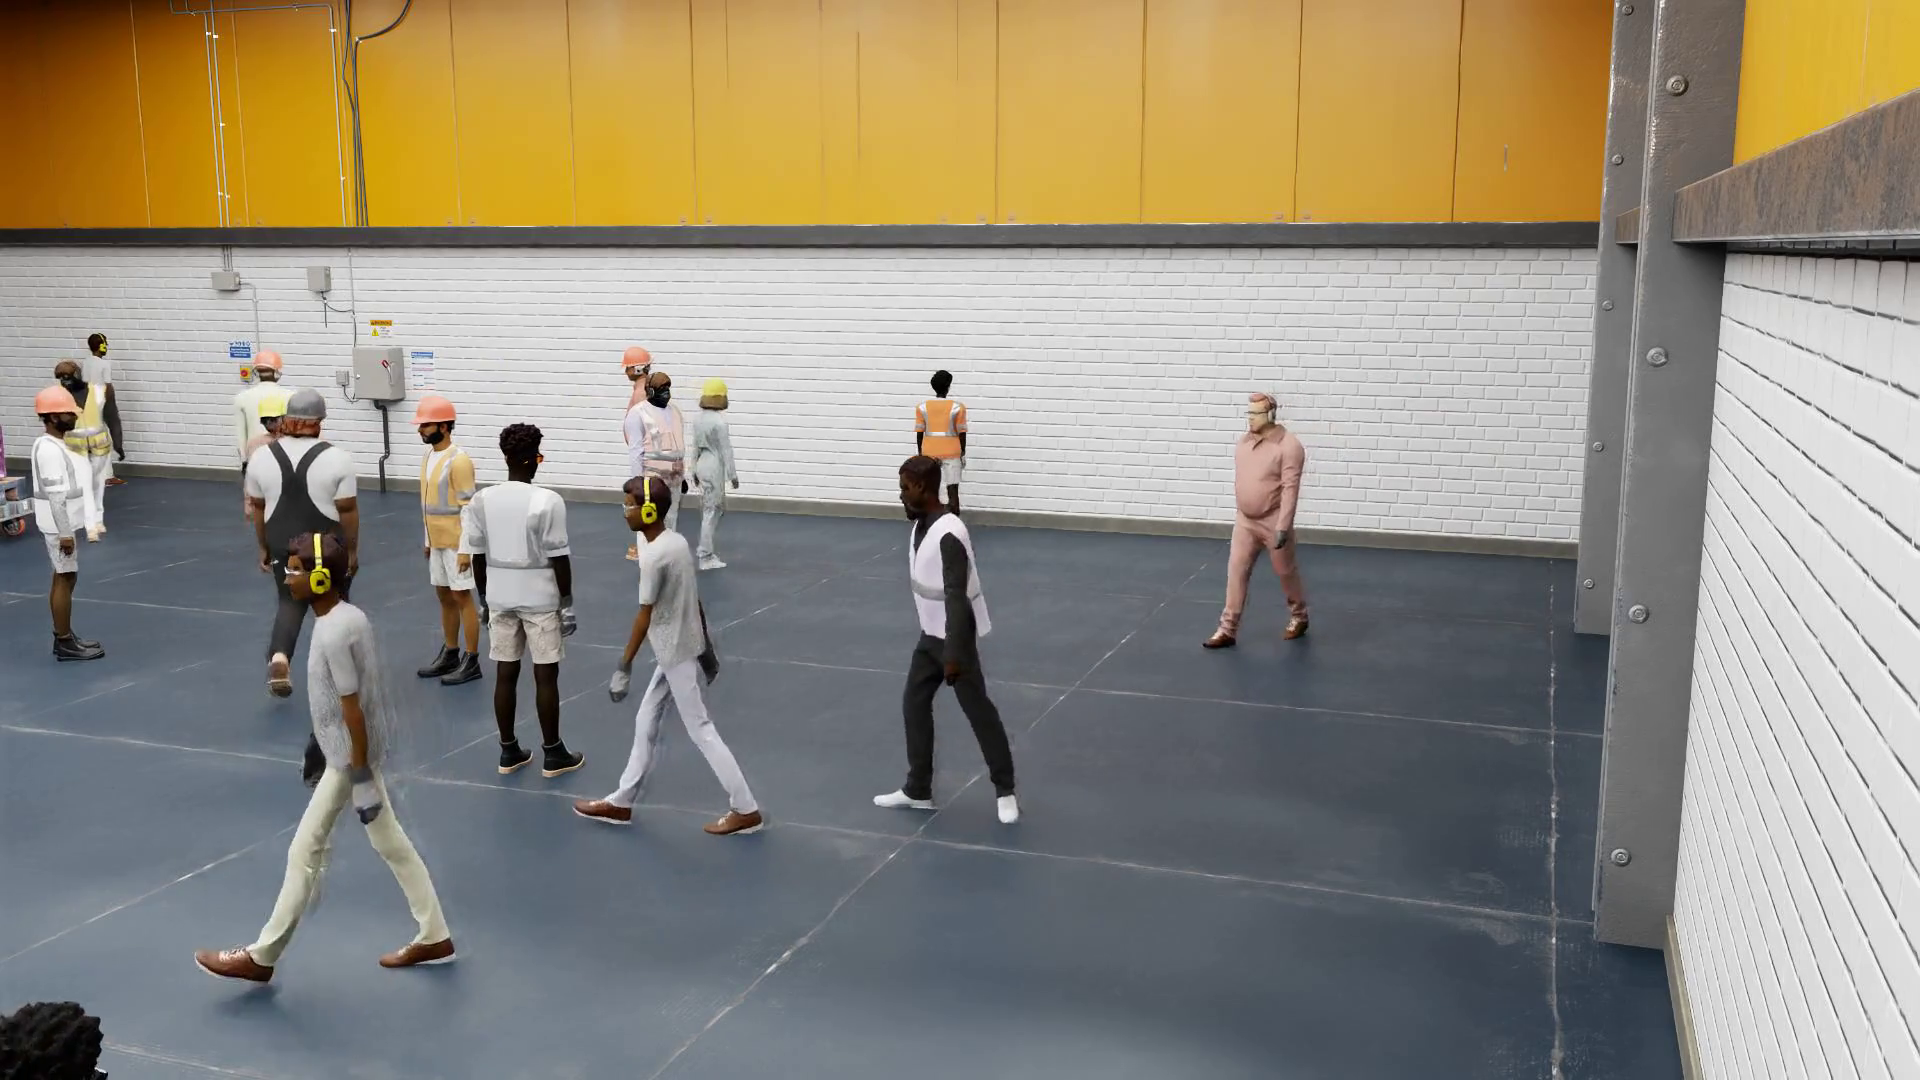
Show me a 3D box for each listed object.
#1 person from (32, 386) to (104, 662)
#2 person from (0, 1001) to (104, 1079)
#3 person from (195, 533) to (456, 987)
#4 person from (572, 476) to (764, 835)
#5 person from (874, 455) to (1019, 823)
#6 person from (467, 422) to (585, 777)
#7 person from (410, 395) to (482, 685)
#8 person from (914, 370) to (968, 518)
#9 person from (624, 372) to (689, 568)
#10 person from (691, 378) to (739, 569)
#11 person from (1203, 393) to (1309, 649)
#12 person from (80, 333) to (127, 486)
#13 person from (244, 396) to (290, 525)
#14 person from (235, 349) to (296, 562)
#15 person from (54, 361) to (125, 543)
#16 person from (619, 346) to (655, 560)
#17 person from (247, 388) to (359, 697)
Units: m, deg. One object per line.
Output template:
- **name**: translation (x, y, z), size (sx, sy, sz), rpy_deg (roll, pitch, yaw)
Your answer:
- **person**: translation (-6.314, -0.113, 11.755), size (0.375, 1.935, 0.557), rpy_deg (-6, 12, -29)
- **person**: translation (-1.509, 1.595, 2.923), size (0.539, 1.652, 0.850), rpy_deg (3, 11, 17)
- **person**: translation (-2.512, 0.872, 6.548), size (0.996, 1.813, 0.551), rpy_deg (-2, 10, -13)
- **person**: translation (-1.442, 0.582, 8.221), size (0.994, 1.805, 0.557), rpy_deg (0, 10, 0)
- **person**: translation (-0.040, 0.503, 8.500), size (0.691, 1.870, 0.645), rpy_deg (-4, 11, -19)
- **person**: translation (-2.393, 0.330, 9.166), size (0.602, 1.967, 0.370), rpy_deg (3, 11, 18)
- **person**: translation (-3.435, 0.001, 11.103), size (0.375, 1.939, 0.546), rpy_deg (-10, 14, -43)
- **person**: translation (-0.184, -0.830, 16.462), size (0.536, 1.696, 0.322), rpy_deg (2, 10, 11)
- **person**: translation (-2.580, -0.527, 14.351), size (0.429, 1.845, 0.622), rpy_deg (7, 12, 33)
- **person**: translation (-2.218, -0.596, 15.045), size (0.450, 1.727, 0.480), rpy_deg (-7, 12, -36)
- **person**: translation (2.231, -0.146, 12.167), size (0.957, 1.866, 0.650), rpy_deg (-9, 13, -41)
- **person**: translation (-10.468, -1.583, 20.276), size (0.509, 1.857, 0.325), rpy_deg (5, 11, 27)
- **person**: translation (-5.384, -0.259, 13.095), size (0.556, 1.737, 0.757), rpy_deg (1, 10, 5)
- **person**: translation (-6.298, -0.751, 15.228), size (0.628, 1.977, 0.564), rpy_deg (-1, 10, -6)
- **person**: translation (-8.746, -0.899, 16.627), size (0.638, 1.785, 0.942), rpy_deg (-7, 12, -36)
- **person**: translation (-2.961, -0.812, 15.526), size (0.379, 1.994, 0.611), rpy_deg (-1, 10, -4)
- **person**: translation (-4.228, 0.008, 10.773), size (0.689, 2.000, 0.770), rpy_deg (0, 10, -3)
